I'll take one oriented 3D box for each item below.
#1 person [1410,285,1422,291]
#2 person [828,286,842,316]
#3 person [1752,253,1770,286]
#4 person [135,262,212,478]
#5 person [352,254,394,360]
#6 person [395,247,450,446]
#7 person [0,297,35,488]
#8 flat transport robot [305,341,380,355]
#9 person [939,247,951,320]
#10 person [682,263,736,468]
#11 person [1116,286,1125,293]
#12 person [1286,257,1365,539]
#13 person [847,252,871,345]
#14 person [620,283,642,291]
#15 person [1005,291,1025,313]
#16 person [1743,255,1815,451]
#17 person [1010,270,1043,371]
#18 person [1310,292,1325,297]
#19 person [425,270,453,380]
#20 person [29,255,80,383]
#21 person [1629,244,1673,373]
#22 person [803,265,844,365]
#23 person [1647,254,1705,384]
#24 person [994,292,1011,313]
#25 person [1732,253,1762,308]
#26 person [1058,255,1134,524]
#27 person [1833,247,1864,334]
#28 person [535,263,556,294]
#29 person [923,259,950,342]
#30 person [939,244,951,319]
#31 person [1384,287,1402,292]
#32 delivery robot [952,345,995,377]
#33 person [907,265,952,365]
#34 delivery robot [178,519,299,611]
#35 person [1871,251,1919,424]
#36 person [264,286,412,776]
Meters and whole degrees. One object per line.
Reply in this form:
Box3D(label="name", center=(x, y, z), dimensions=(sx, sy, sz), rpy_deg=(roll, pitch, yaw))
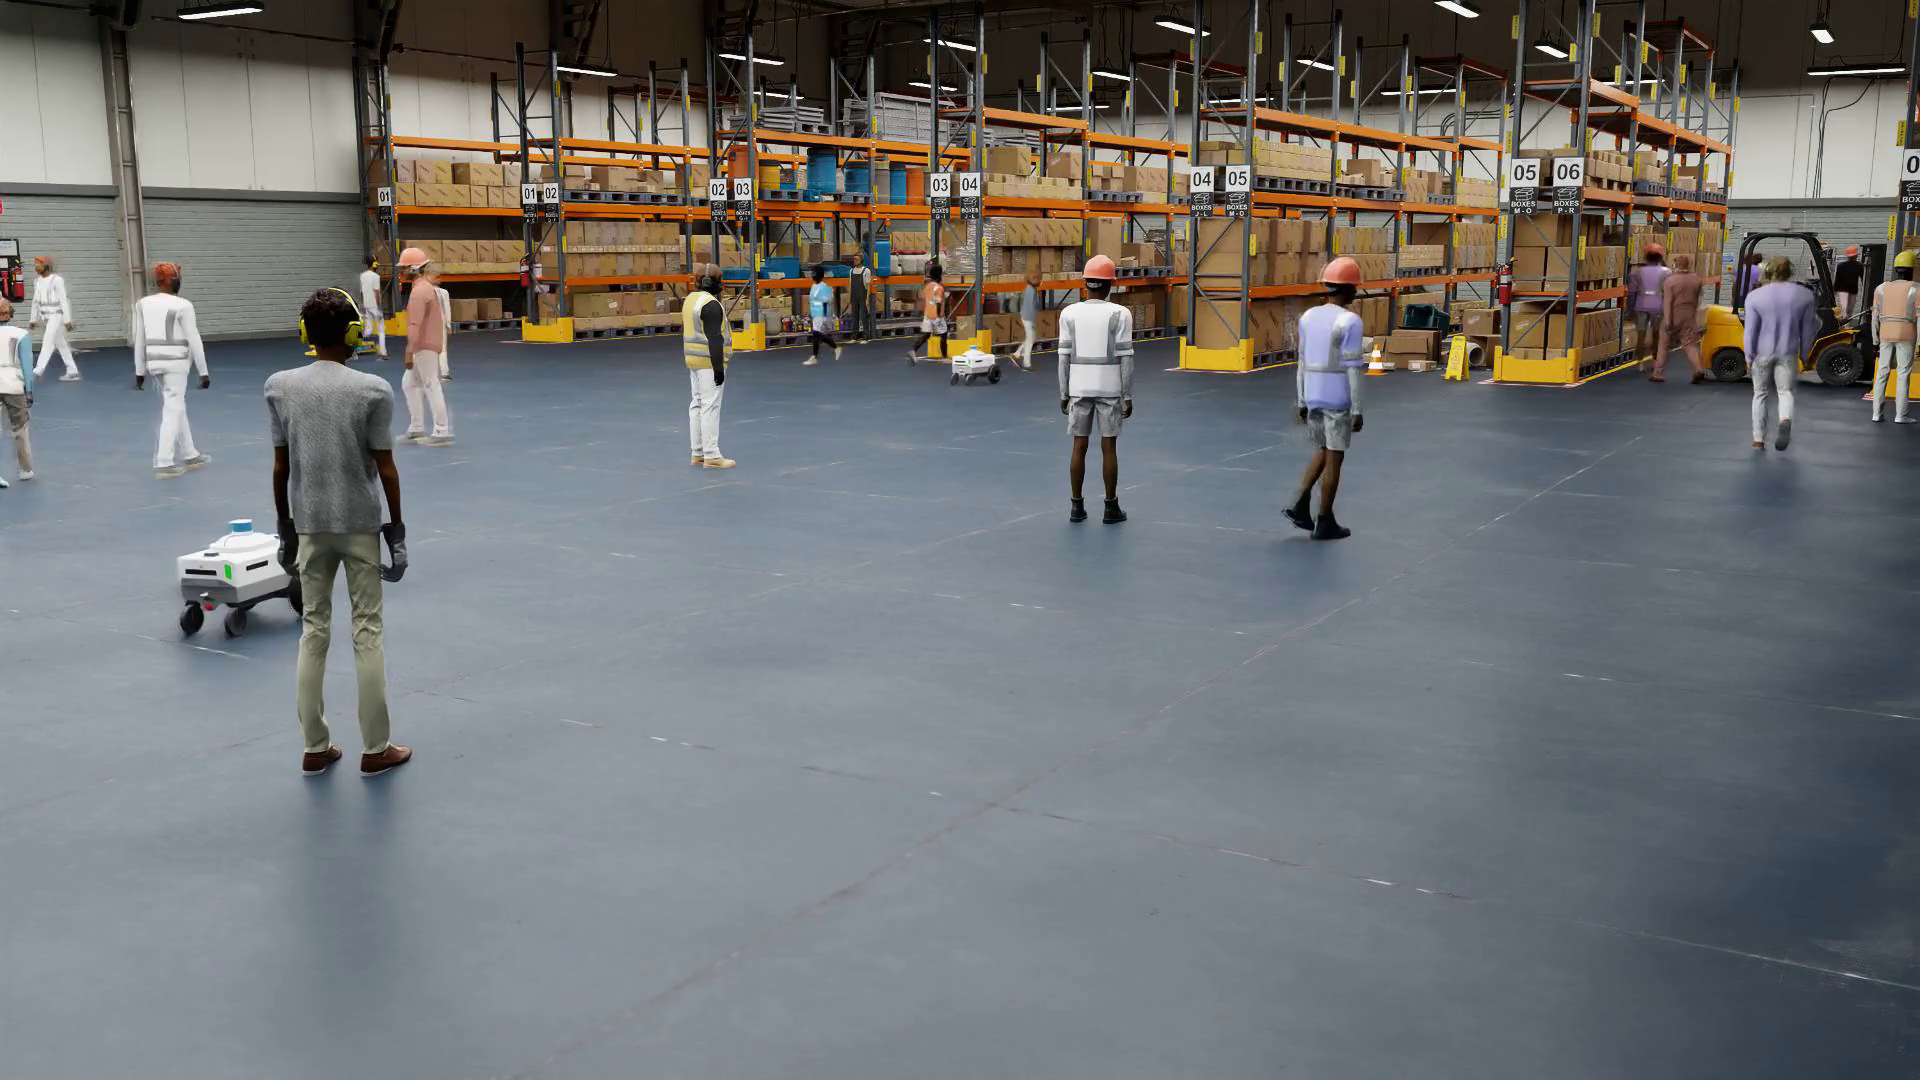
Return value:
Box3D(label="person", center=(10.984, -6.131, 40.437), dimensions=(1.034, 1.899, 0.631), rpy_deg=(-5, 11, -24))
Box3D(label="person", center=(-2.881, -5.461, 37.453), dimensions=(0.521, 1.626, 0.372), rpy_deg=(5, 11, 28))
Box3D(label="person", center=(18.058, -5.583, 37.614), dimensions=(0.445, 1.817, 0.632), rpy_deg=(9, 13, 41))
Box3D(label="person", center=(-6.840, -1.499, 14.608), dimensions=(0.604, 1.848, 0.875), rpy_deg=(4, 11, 20))
Box3D(label="person", center=(-10.188, -3.998, 28.665), dimensions=(0.516, 1.849, 0.769), rpy_deg=(6, 12, 32))
Box3D(label="person", center=(-5.445, -1.905, 16.538), dimensions=(0.705, 1.970, 0.653), rpy_deg=(-2, 10, -11))
Box3D(label="person", center=(-8.013, -1.237, 13.915), dimensions=(0.510, 1.579, 0.871), rpy_deg=(-2, 10, -13))
Box3D(label="flat transport robot", center=(-11.125, -3.468, 30.070), dimensions=(0.652, 0.197, 1.431), rpy_deg=(2, 10, 14))
Box3D(label="person", center=(-0.395, -6.280, 41.203), dimensions=(0.584, 1.913, 0.551), rpy_deg=(7, 12, 35))
Box3D(label="person", center=(-2.269, -1.571, 15.054), dimensions=(0.429, 1.839, 0.633), rpy_deg=(-6, 12, -29))
Box3D(label="person", center=(3.968, -5.960, 39.908), dimensions=(0.484, 1.744, 0.294), rpy_deg=(5, 11, 25))
Box3D(label="person", center=(2.539, -0.954, 11.344), dimensions=(0.421, 1.924, 0.570), rpy_deg=(-6, 12, -31))
Box3D(label="person", center=(-2.014, -4.812, 33.193), dimensions=(0.507, 1.846, 0.345), rpy_deg=(6, 12, 30))
Box3D(label="person", center=(-7.534, -5.672, 38.087), dimensions=(0.592, 1.823, 0.403), rpy_deg=(5, 12, 28))
Box3D(label="person", center=(1.282, -5.362, 36.446), dimensions=(0.669, 1.786, 0.459), rpy_deg=(-4, 11, -21))
Box3D(label="person", center=(7.881, -1.785, 16.045), dimensions=(0.638, 1.917, 0.744), rpy_deg=(3, 11, 16))
Box3D(label="person", center=(1.084, -3.471, 26.325), dimensions=(0.426, 1.609, 0.540), rpy_deg=(-1, 10, -5))
Box3D(label="person", center=(8.748, -6.147, 40.118), dimensions=(1.048, 2.000, 0.719), rpy_deg=(-3, 11, -16))
Box3D(label="person", center=(-7.771, -3.170, 24.585), dimensions=(0.508, 1.632, 0.271), rpy_deg=(-1, 10, -4))
Box3D(label="person", center=(-13.323, -3.204, 24.182), dimensions=(0.609, 1.835, 0.964), rpy_deg=(6, 12, 32))
Box3D(label="person", center=(10.851, -3.631, 26.127), dimensions=(0.636, 1.993, 1.011), rpy_deg=(6, 12, 32))
Box3D(label="person", center=(-2.286, -3.751, 27.718), dimensions=(0.708, 1.673, 0.540), rpy_deg=(-4, 11, -23))
Box3D(label="person", center=(10.451, -3.191, 24.073), dimensions=(0.641, 1.868, 0.890), rpy_deg=(-2, 10, -12))
Box3D(label="person", center=(1.065, -5.724, 38.036), dimensions=(0.635, 1.939, 0.361), rpy_deg=(5, 11, 25))
Box3D(label="person", center=(16.526, -5.122, 34.973), dimensions=(0.578, 1.823, 0.775), rpy_deg=(7, 12, 34))
Box3D(label="person", center=(0.991, -1.084, 12.047), dimensions=(0.552, 1.936, 0.359), rpy_deg=(3, 11, 18))
Box3D(label="person", center=(19.756, -5.498, 36.820), dimensions=(0.685, 1.926, 0.926), rpy_deg=(0, 10, 1))
Box3D(label="person", center=(-8.973, -5.368, 36.148), dimensions=(0.593, 1.907, 0.450), rpy_deg=(6, 12, 32))
Box3D(label="person", center=(-0.520, -4.945, 34.297), dimensions=(0.532, 1.714, 0.933), rpy_deg=(4, 11, 23))
Box3D(label="person", center=(-0.364, -6.917, 44.513), dimensions=(0.603, 2.025, 0.689), rpy_deg=(5, 11, 26))
Box3D(label="person", center=(10.154, -5.823, 38.859), dimensions=(0.525, 1.848, 0.737), rpy_deg=(7, 12, 36))
Box3D(label="delivery robot", center=(0.195, -2.550, 23.874), dimensions=(0.477, 0.478, 0.707), rpy_deg=(7, 12, 33))
Box3D(label="person", center=(-0.490, -3.724, 27.619), dimensions=(0.826, 1.667, 0.531), rpy_deg=(-6, 12, -32))
Box3D(label="delivery robot", center=(-3.799, 0.135, 8.834), dimensions=(0.477, 0.478, 0.707), rpy_deg=(2, 10, 13))
Box3D(label="person", center=(10.558, -2.269, 18.709), dimensions=(0.363, 1.930, 0.587), rpy_deg=(-8, 13, -36))
Box3D(label="person", center=(-2.355, -0.021, 6.322), dimensions=(0.509, 1.863, 0.311), rpy_deg=(0, 10, 2))
